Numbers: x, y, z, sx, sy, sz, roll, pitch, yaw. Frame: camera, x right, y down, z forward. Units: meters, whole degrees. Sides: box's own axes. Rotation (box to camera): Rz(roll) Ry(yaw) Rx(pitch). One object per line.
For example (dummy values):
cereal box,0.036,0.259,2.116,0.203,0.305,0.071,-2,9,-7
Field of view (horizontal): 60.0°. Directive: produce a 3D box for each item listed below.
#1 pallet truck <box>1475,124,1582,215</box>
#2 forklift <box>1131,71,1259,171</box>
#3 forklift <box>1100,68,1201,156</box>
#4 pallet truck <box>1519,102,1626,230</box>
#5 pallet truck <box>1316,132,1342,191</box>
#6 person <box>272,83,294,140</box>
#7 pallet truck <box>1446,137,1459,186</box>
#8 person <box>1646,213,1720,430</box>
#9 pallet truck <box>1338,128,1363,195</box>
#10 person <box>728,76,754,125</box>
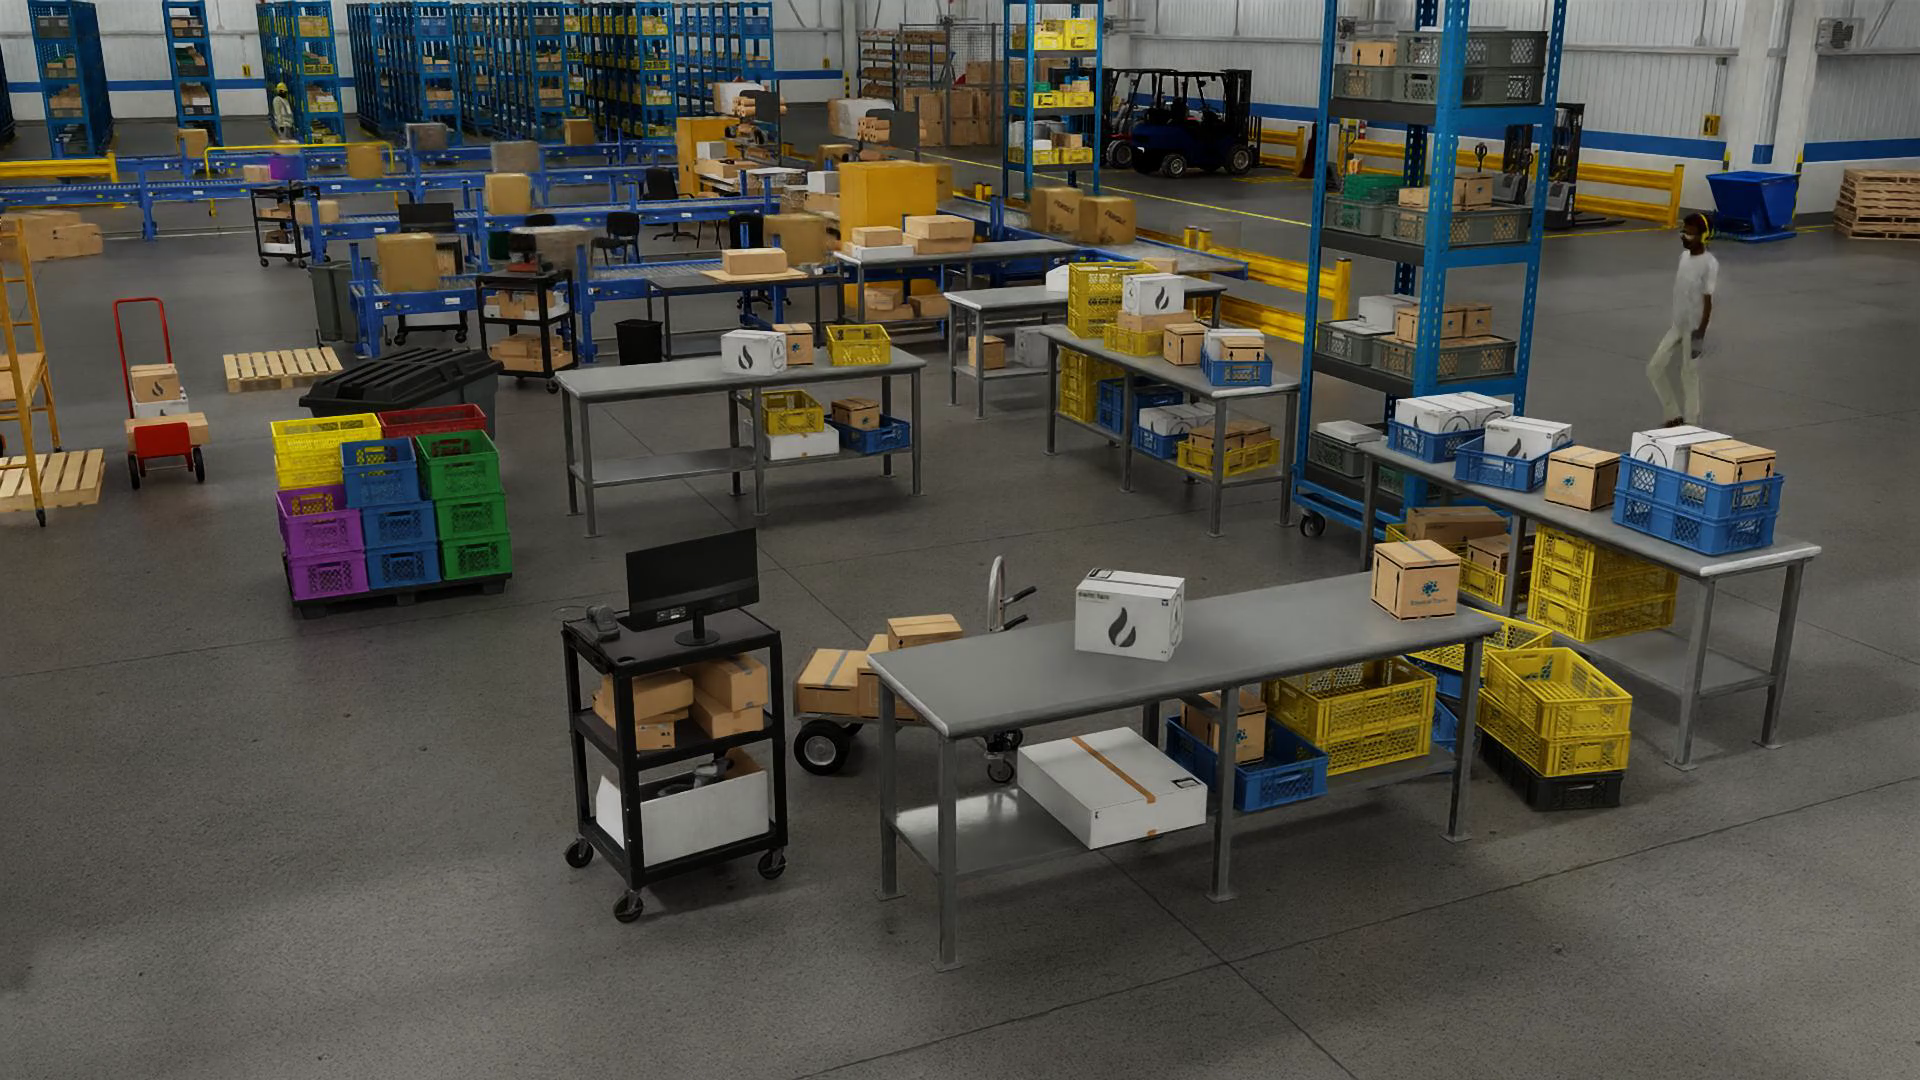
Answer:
pallet truck,9.707,-6.455,28.103,1.885,1.965,0.823,-7,19,-20
forklift,4.998,-8.936,35.413,2.680,1.987,1.157,-9,20,-25
forklift,4.082,-9.564,37.410,2.680,1.987,1.157,-8,19,-23
pallet truck,9.972,-6.037,26.785,1.885,1.965,0.823,-9,20,-25
pallet truck,7.723,-7.504,32.656,1.601,1.201,0.680,-8,19,-23
person,-15.396,-9.481,37.913,0.404,1.827,0.588,-1,18,-3
pallet truck,9.184,-6.485,29.328,1.630,1.274,0.653,-8,19,-23
person,5.784,-1.672,13.270,0.508,1.850,0.551,-3,18,-9
pallet truck,7.845,-7.140,31.411,1.522,1.261,0.704,-9,20,-25
person,-4.932,-9.422,37.454,0.608,1.995,0.377,3,18,9
